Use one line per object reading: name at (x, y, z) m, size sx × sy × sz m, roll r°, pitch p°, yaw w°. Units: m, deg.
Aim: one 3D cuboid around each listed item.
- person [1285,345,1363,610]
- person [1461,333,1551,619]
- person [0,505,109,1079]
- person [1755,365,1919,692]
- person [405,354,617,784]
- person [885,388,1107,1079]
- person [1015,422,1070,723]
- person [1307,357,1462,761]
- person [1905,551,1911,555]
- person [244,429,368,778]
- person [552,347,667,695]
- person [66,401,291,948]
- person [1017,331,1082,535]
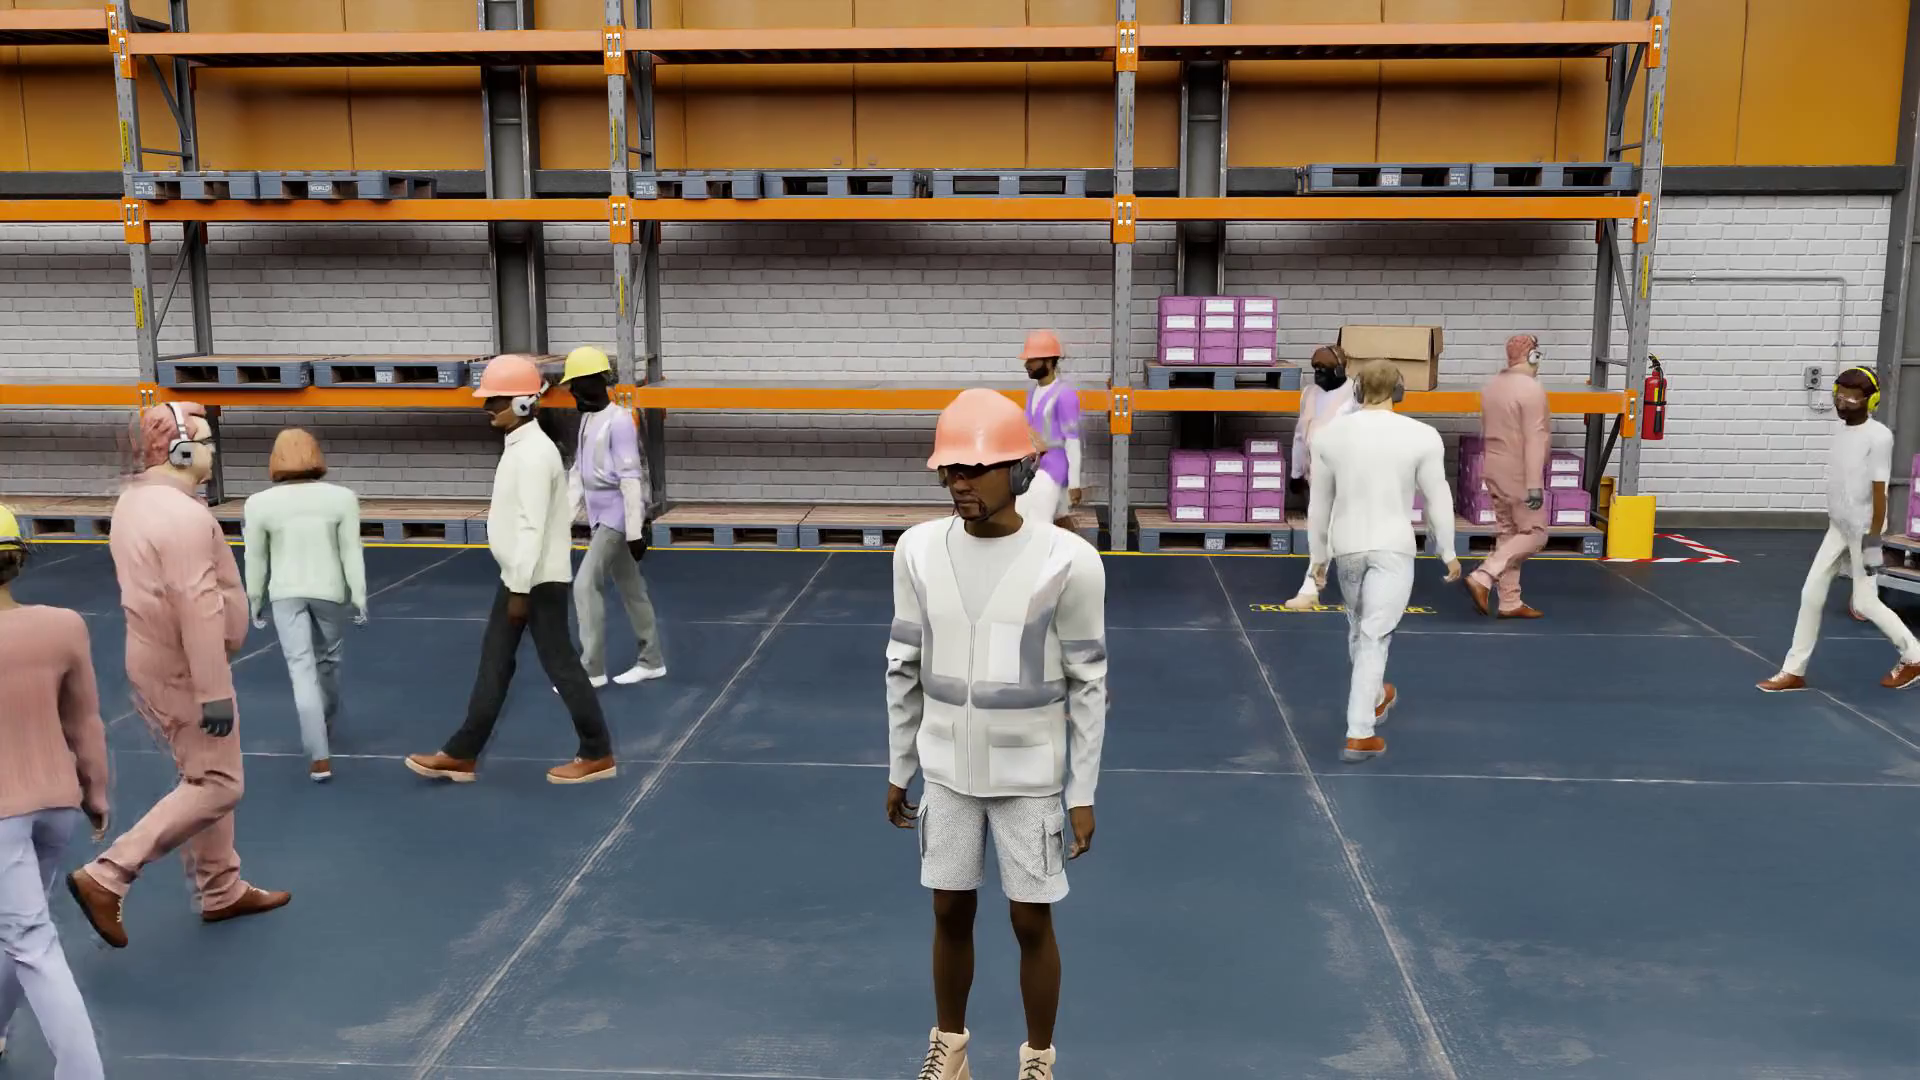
person at (2.608, -0.448, 11.416) m, size 0.939 × 1.799 × 0.650 m, roll -6°, pitch 11°, yaw -31°
person at (3.570, -0.398, 10.820) m, size 0.528 × 1.884 × 0.677 m, roll -1°, pitch 10°, yaw -8°
person at (-2.704, 0.739, 4.620) m, size 0.878 × 1.722 × 0.542 m, roll 4°, pitch 11°, yaw 25°
person at (4.879, -0.046, 8.993) m, size 0.925 × 1.822 × 0.572 m, roll -1°, pitch 10°, yaw -3°
person at (-2.008, 0.155, 7.417) m, size 0.930 × 1.946 × 0.644 m, roll -4°, pitch 11°, yaw -23°
person at (0.071, 0.617, 4.422) m, size 0.614 × 2.041 × 0.390 m, roll 4°, pitch 11°, yaw 23°
person at (0.371, 0.180, 8.346) m, size 0.876 × 1.583 × 0.499 m, roll -6°, pitch 11°, yaw -31°
person at (2.067, 0.063, 8.108) m, size 0.682 × 1.878 × 1.033 m, roll 6°, pitch 12°, yaw 33°
person at (7.118, -0.477, 11.764) m, size 0.727 × 1.728 × 0.538 m, roll 6°, pitch 12°, yaw 33°
person at (-3.065, 0.269, 7.794) m, size 0.515 × 1.565 × 0.909 m, roll -5°, pitch 11°, yaw -27°
person at (-1.998, -0.105, 9.113) m, size 0.821 × 1.881 × 0.599 m, roll -5°, pitch 11°, yaw -26°
person at (-2.729, 0.468, 5.736) m, size 0.664 × 1.888 × 0.659 m, roll -7°, pitch 12°, yaw -37°
person at (0.526, -0.452, 11.146) m, size 1.008 × 1.877 × 0.563 m, roll -4°, pitch 10°, yaw -22°
